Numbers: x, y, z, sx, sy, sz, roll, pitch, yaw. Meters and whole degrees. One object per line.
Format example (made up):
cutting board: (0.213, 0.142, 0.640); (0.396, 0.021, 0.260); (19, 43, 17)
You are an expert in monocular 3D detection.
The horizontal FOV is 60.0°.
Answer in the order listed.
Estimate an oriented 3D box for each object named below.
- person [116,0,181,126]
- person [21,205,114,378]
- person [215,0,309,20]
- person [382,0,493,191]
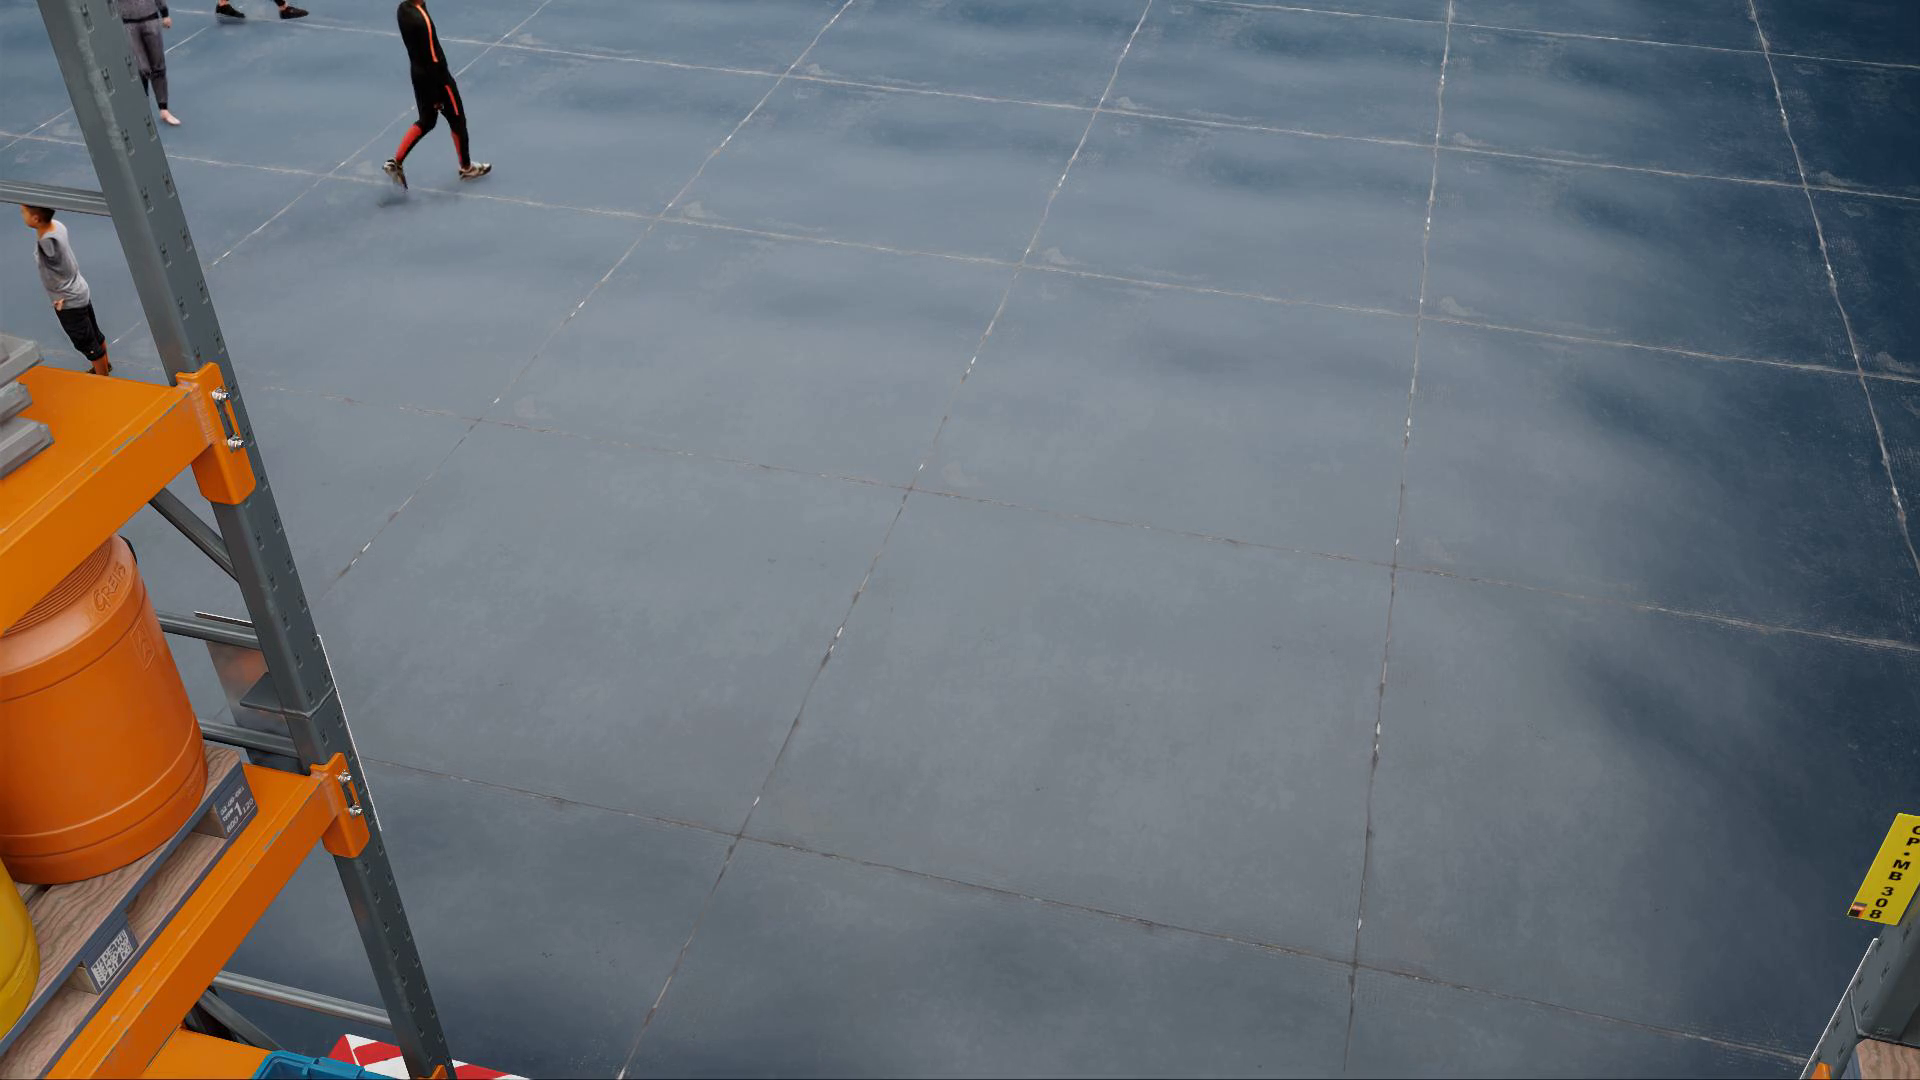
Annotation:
person: (-7.156, -4.510, 14.348); (0.897, 1.835, 0.785); (30, 47, 33)
person: (-5.951, -1.705, 11.069); (0.705, 1.457, 0.611); (-12, 40, -15)
person: (-7.099, -5.877, 16.225); (0.989, 1.675, 1.147); (-6, 38, -7)
person: (-4.308, -3.628, 13.269); (1.202, 1.774, 0.976); (-31, 48, -34)
